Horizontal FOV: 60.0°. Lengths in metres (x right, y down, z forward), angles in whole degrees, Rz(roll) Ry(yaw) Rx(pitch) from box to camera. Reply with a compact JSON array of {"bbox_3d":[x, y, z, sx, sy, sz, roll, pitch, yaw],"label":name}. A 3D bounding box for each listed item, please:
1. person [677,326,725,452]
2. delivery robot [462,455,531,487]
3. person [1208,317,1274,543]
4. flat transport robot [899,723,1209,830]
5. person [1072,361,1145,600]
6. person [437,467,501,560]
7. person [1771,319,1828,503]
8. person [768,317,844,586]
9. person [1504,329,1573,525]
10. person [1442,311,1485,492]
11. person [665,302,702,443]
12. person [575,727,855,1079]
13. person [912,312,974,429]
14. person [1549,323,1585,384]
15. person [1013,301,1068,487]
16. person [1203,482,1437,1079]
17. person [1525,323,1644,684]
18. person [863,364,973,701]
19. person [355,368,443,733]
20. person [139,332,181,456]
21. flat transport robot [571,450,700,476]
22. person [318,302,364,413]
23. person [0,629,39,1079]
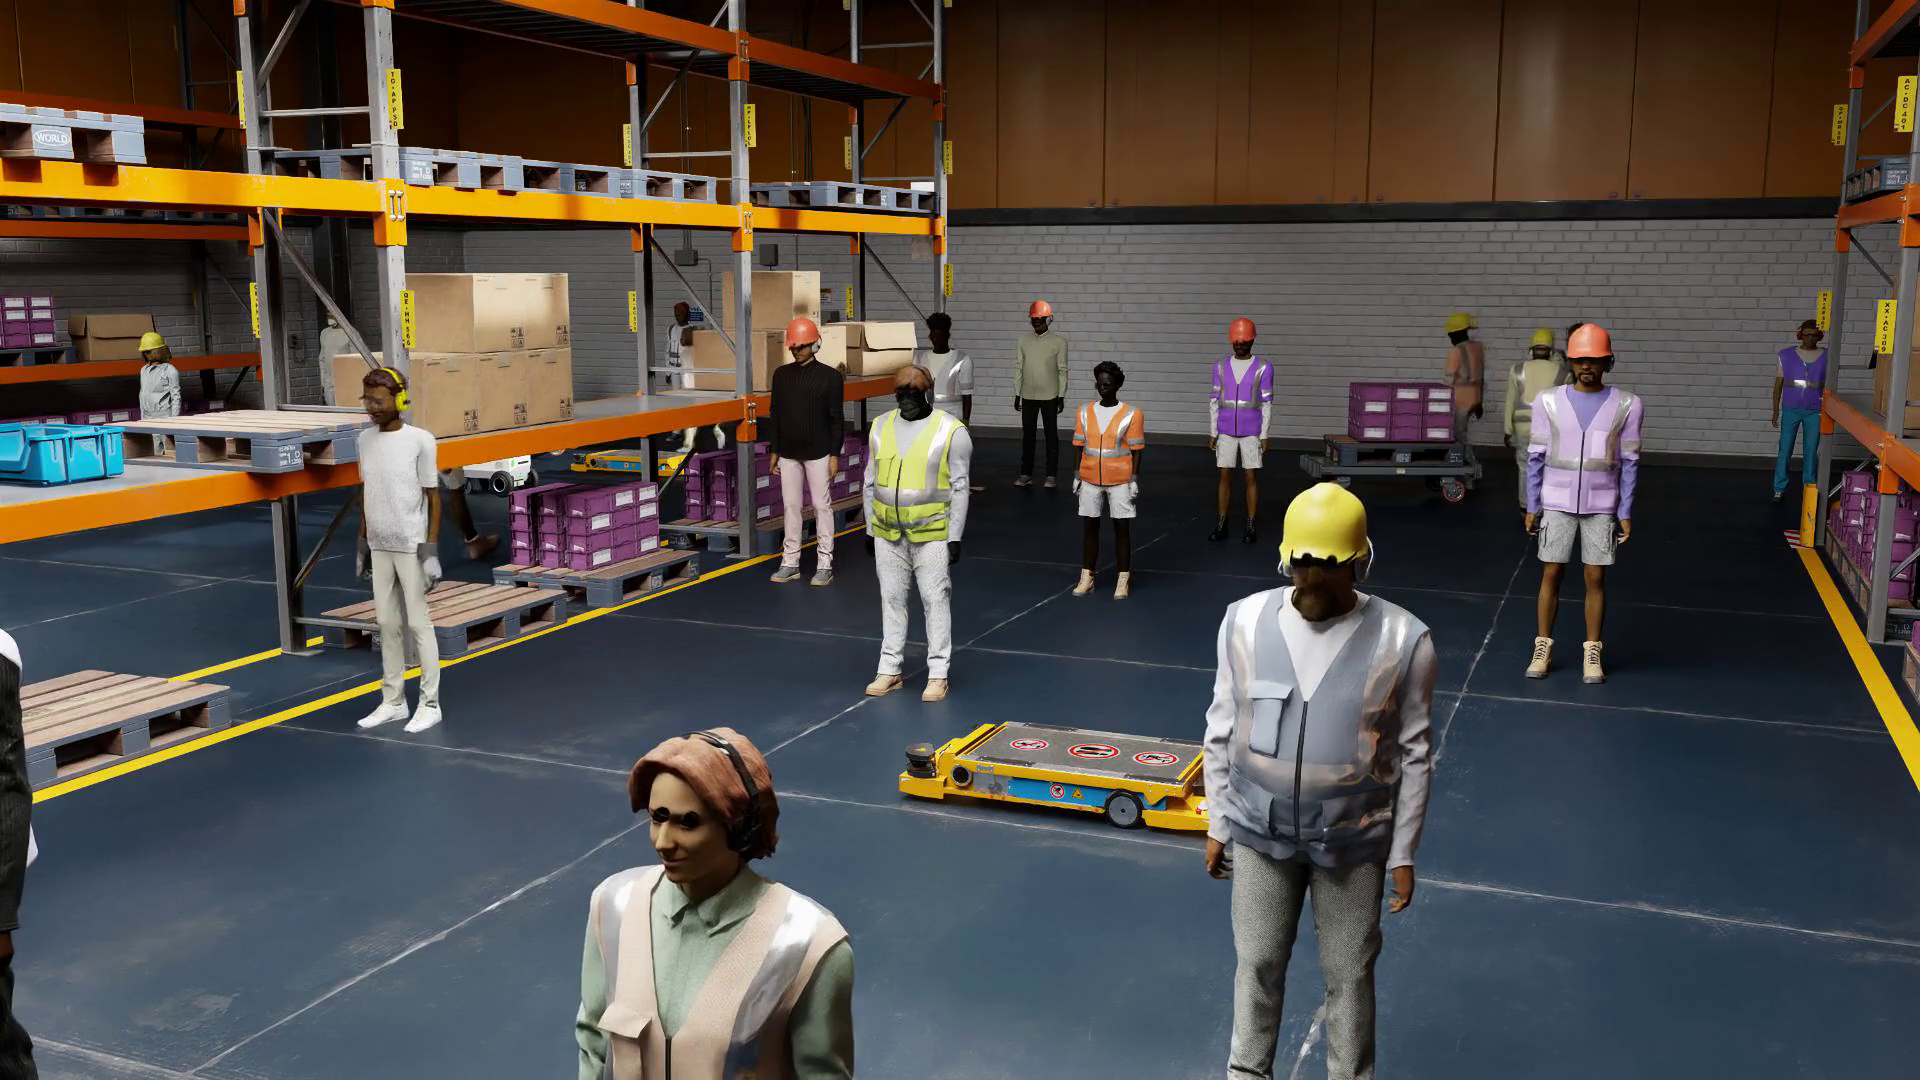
[{"bbox_3d":[-3.291,-1.880,20.906,0.644,1.613,0.508,7,12,36],"label":"person"},{"bbox_3d":[-4.817,-0.790,17.236,0.707,0.478,0.477,4,10,22],"label":"delivery robot"},{"bbox_3d":[2.394,-0.936,14.243,0.543,1.933,0.363,4,10,22],"label":"person"},{"bbox_3d":[0.512,1.023,7.392,1.431,0.197,0.652,4,10,22],"label":"flat transport robot"},{"bbox_3d":[1.044,-0.423,11.849,0.533,1.697,0.318,4,10,22],"label":"person"},{"bbox_3d":[-4.115,-0.764,13.042,0.635,1.982,1.067,5,11,29],"label":"person"},{"bbox_3d":[8.409,-1.277,16.587,0.565,1.840,0.390,4,10,22],"label":"person"},{"bbox_3d":[-1.155,-0.655,12.362,0.609,1.991,0.384,4,10,22],"label":"person"},{"bbox_3d":[5.348,-1.047,15.358,0.612,1.781,0.930,4,10,21],"label":"person"},{"bbox_3d":[5.230,-1.439,17.397,0.426,1.891,0.589,9,13,43],"label":"person"},{"bbox_3d":[-3.708,-2.246,22.320,0.574,1.886,0.356,4,10,22],"label":"person"},{"bbox_3d":[-0.406,1.106,2.751,0.511,1.641,0.308,4,10,22],"label":"person"},{"bbox_3d":[-0.178,-1.050,14.838,0.603,1.963,0.367,4,10,22],"label":"person"},{"bbox_3d":[6.104,-1.233,16.435,0.523,1.798,0.933,-5,10,-26],"label":"person"},{"bbox_3d":[0.855,-1.560,17.832,0.609,1.995,0.376,4,10,22],"label":"person"},{"bbox_3d":[0.910,0.753,4.324,0.587,1.828,0.404,4,10,22],"label":"person"},{"bbox_3d":[3.528,-0.202,9.459,0.607,2.044,0.372,4,10,22],"label":"person"},{"bbox_3d":[-0.255,-0.040,9.096,0.625,1.841,0.429,4,10,22],"label":"person"},{"bbox_3d":[-2.857,0.055,8.461,0.559,1.864,0.327,4,10,20],"label":"person"},{"bbox_3d":[-7.670,-1.119,15.936,0.485,1.740,0.303,4,10,22],"label":"person"},{"bbox_3d":[-3.658,-0.890,18.983,1.431,0.197,0.652,4,10,22],"label":"flat transport robot"},{"bbox_3d":[-7.418,-1.877,19.932,0.630,1.938,0.373,4,10,22],"label":"person"},{"bbox_3d":[-2.357,0.794,3.812,0.592,1.916,0.392,4,10,22],"label":"person"}]
